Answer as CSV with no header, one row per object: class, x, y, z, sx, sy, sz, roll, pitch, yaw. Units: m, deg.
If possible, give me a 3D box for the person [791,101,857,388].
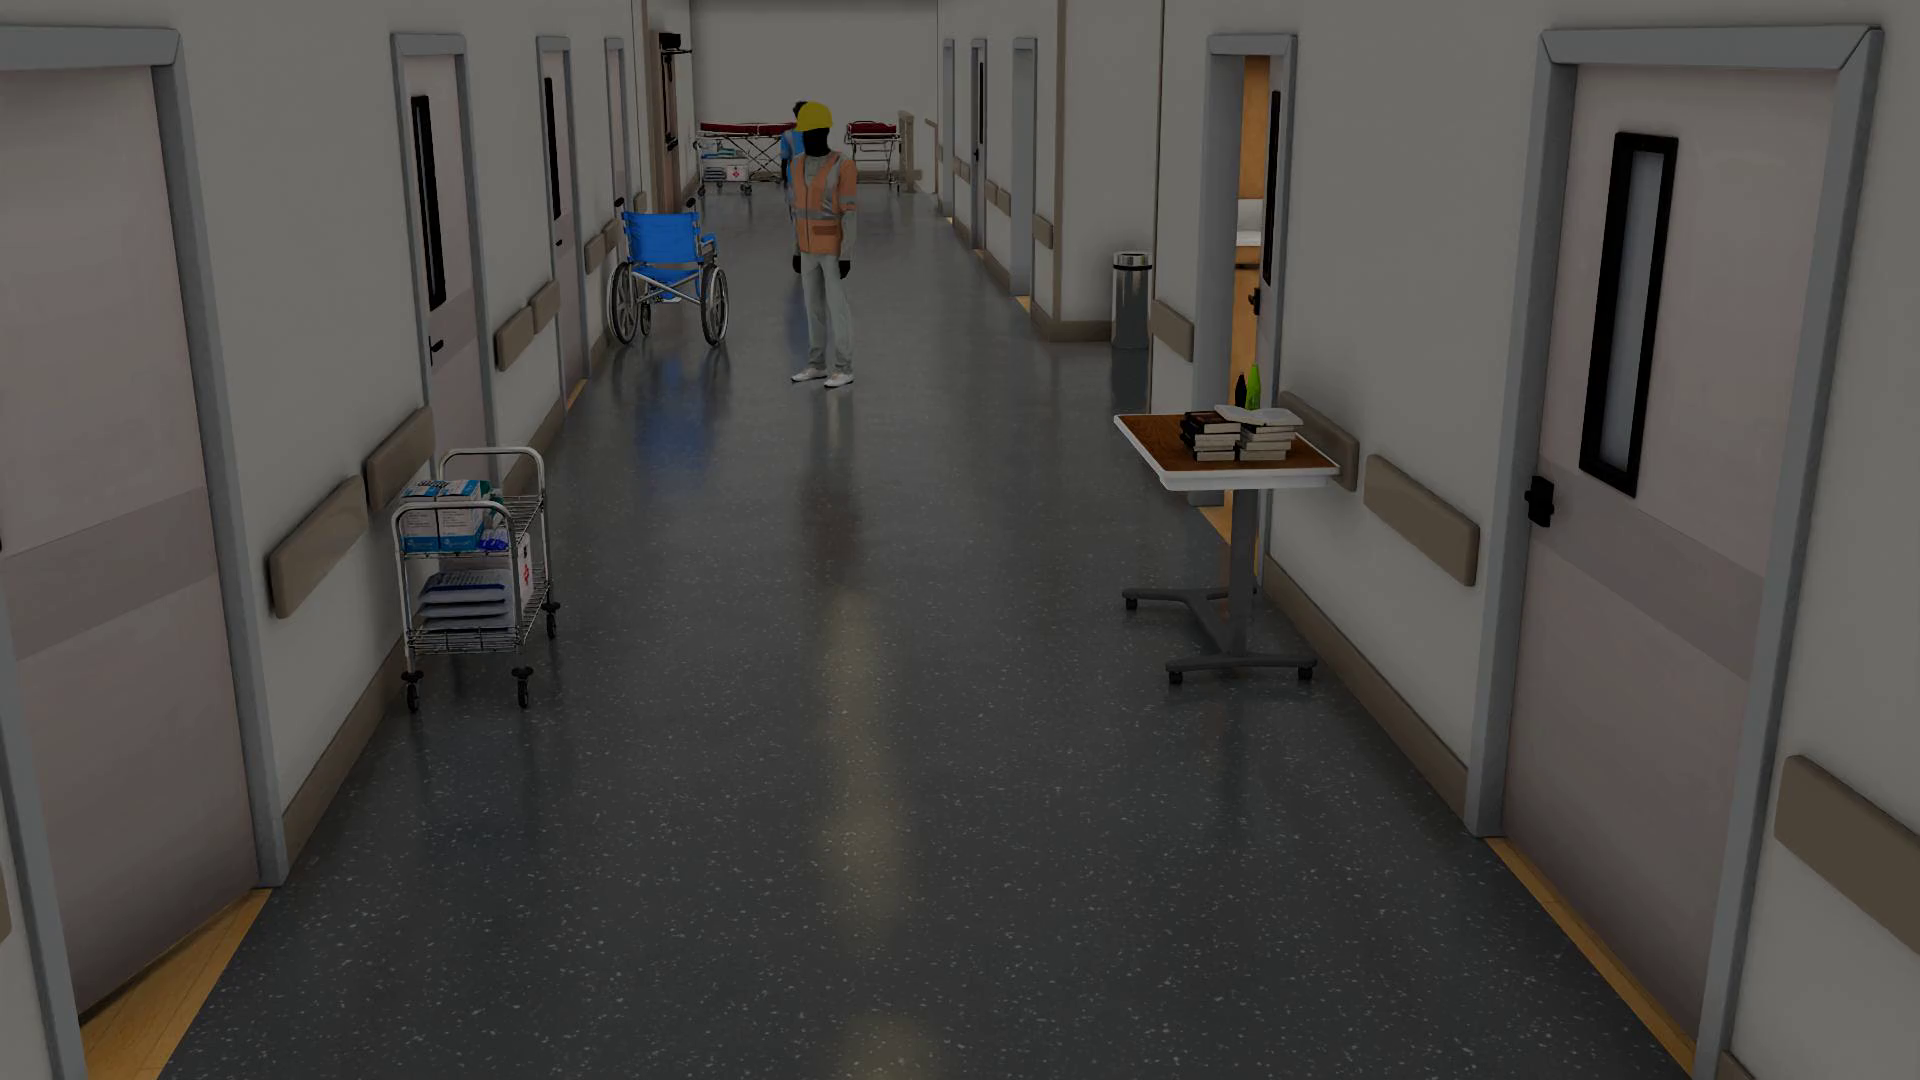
person,-0.951,-2.006,11.362,0.584,1.919,0.390,14,22,39
